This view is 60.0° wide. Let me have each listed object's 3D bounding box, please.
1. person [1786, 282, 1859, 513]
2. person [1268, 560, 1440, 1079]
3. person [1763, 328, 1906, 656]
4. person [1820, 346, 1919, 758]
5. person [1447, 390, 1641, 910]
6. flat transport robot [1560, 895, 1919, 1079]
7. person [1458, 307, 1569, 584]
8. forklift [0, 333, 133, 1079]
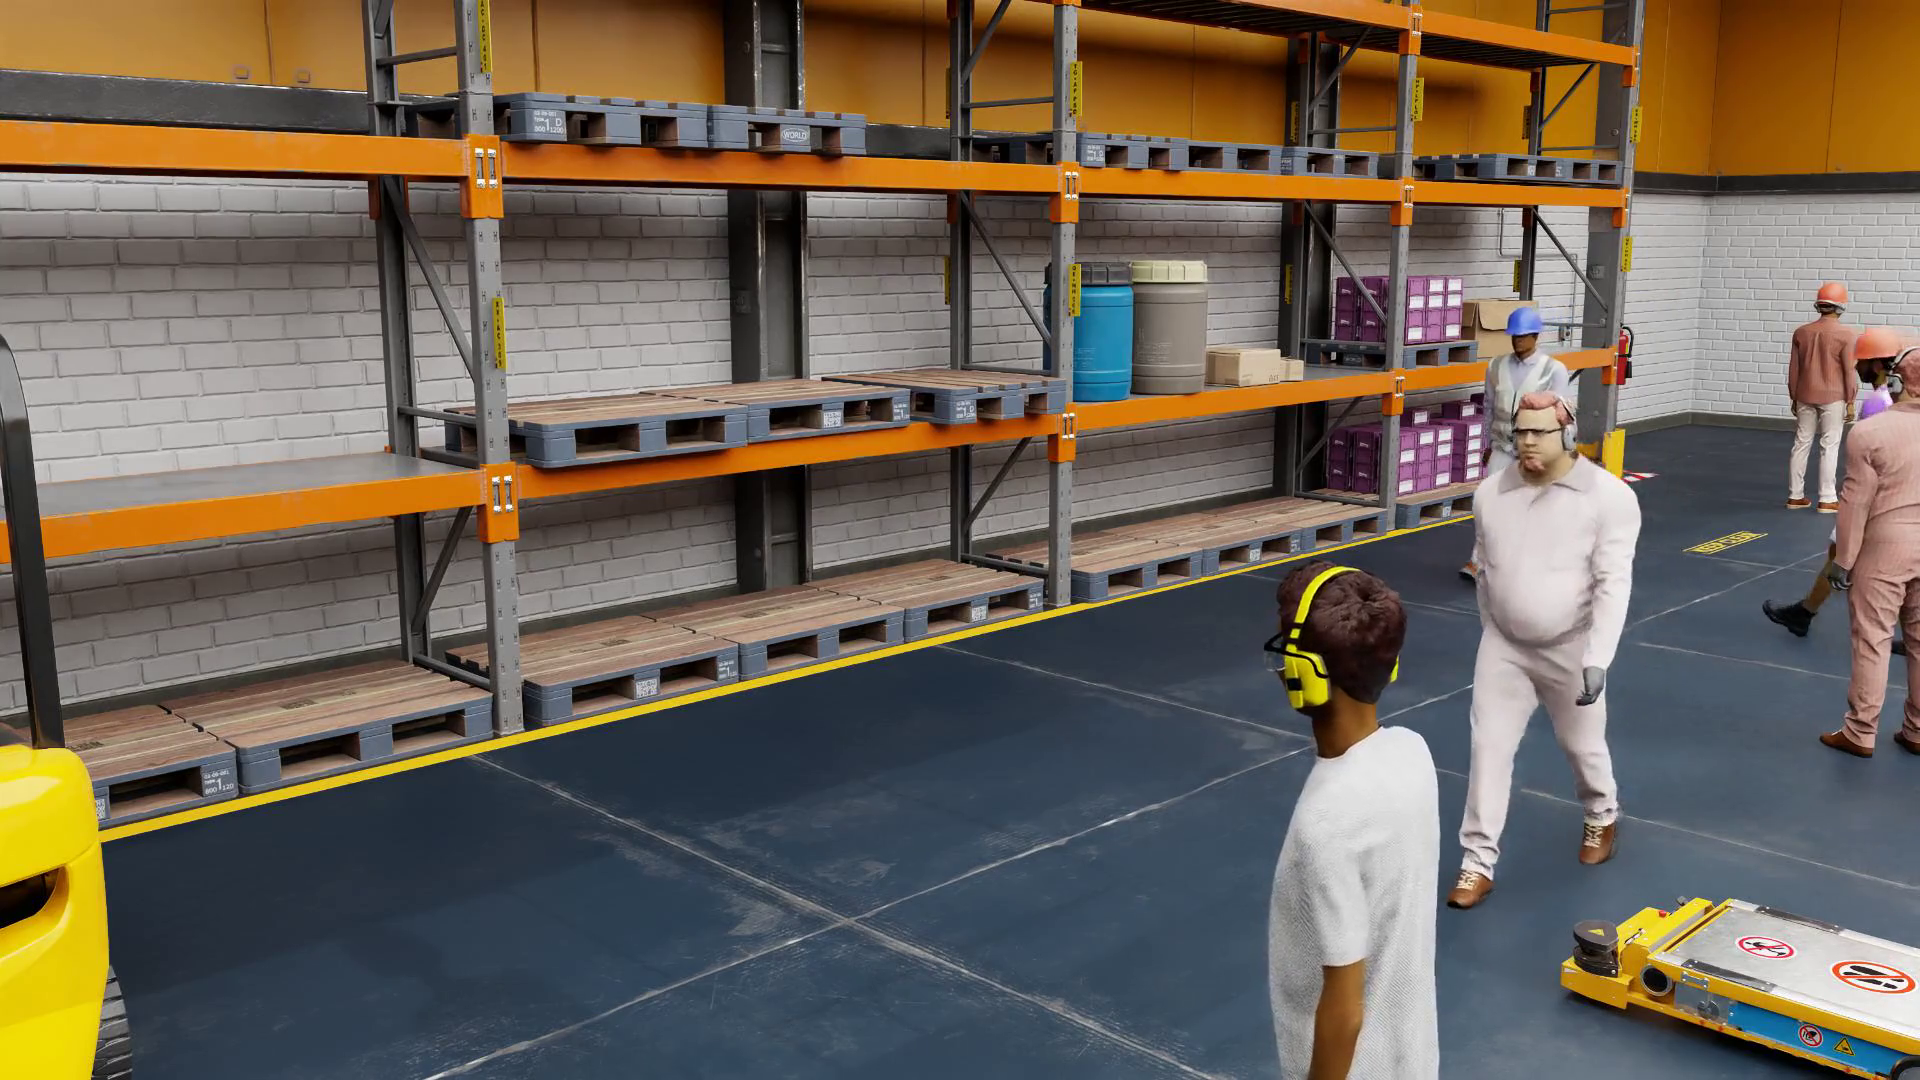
[{"bbox_3d":[7.522,-1.235,14.494,0.373,1.997,0.616,-6,12,-30],"label":"person"},{"bbox_3d":[0.651,0.959,2.896,0.330,1.866,0.512,6,12,28],"label":"person"},{"bbox_3d":[5.282,-0.287,9.659,0.544,1.868,1.023,-6,12,-32],"label":"person"},{"bbox_3d":[4.323,0.063,7.669,0.643,1.908,0.411,-1,10,-3],"label":"person"},{"bbox_3d":[2.178,0.369,6.140,0.631,1.866,0.986,8,13,38],"label":"person"},{"bbox_3d":[2.633,1.374,4.980,0.652,0.197,1.431,-10,15,-44],"label":"flat transport robot"},{"bbox_3d":[3.785,-0.619,11.368,0.643,1.904,0.937,9,14,42],"label":"person"},{"bbox_3d":[-3.289,0.485,4.582,1.214,2.155,2.313,-10,14,-44],"label":"forklift"}]
